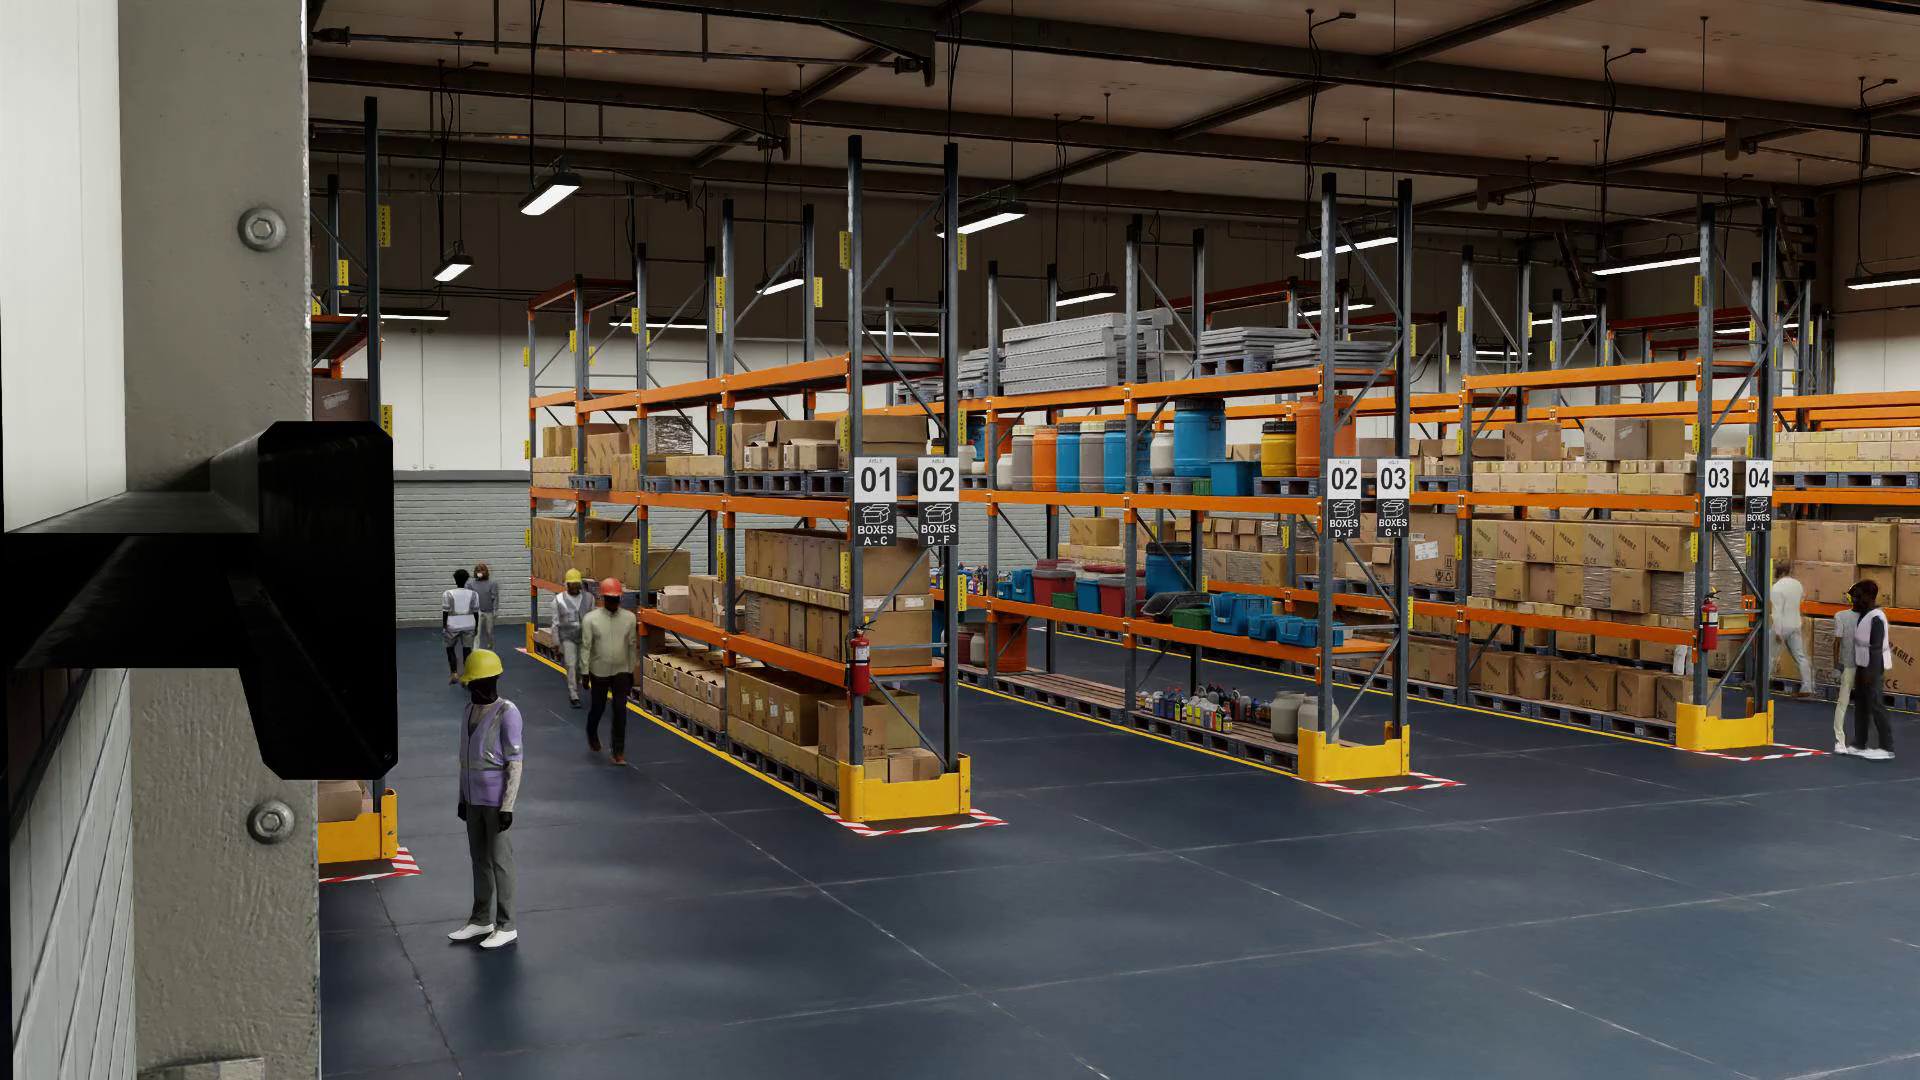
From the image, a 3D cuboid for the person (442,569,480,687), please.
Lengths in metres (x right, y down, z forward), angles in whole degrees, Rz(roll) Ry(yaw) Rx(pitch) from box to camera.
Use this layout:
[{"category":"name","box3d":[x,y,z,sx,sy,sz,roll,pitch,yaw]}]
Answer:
[{"category":"person","box3d":[-7.122,1.251,25.535,0.548,1.677,0.504,-1,2,-27]}]

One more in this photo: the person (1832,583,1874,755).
[{"category":"person","box3d":[9.752,1.391,19.468,0.514,1.872,0.332,0,2,0]}]

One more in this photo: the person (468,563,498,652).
[{"category":"person","box3d":[-7.713,1.163,28.998,0.500,1.592,0.832,0,2,-4]}]

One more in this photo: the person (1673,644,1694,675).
[{"category":"person","box3d":[9.952,1.195,24.434,0.576,1.882,0.355,-1,2,-26]}]

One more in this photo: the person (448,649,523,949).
[{"category":"person","box3d":[-3.076,1.664,11.637,0.586,1.925,0.369,2,3,41]}]

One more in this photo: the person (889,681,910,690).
[{"category":"person","box3d":[-0.763,1.364,21.834,0.533,1.735,0.801,-1,2,-17]}]

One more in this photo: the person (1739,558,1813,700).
[{"category":"person","box3d":[11.058,1.198,24.144,0.629,1.888,1.023,-1,2,-28]}]

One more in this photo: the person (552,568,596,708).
[{"category":"person","box3d":[-5.075,1.263,23.534,0.591,1.811,0.762,-1,3,-31]}]

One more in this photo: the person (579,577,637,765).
[{"category":"person","box3d":[-3.754,1.362,18.997,0.631,1.967,0.827,-1,2,-27]}]

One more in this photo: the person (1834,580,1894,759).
[{"category":"person","box3d":[9.765,1.397,19.278,0.609,1.913,0.611,0,2,12]}]
